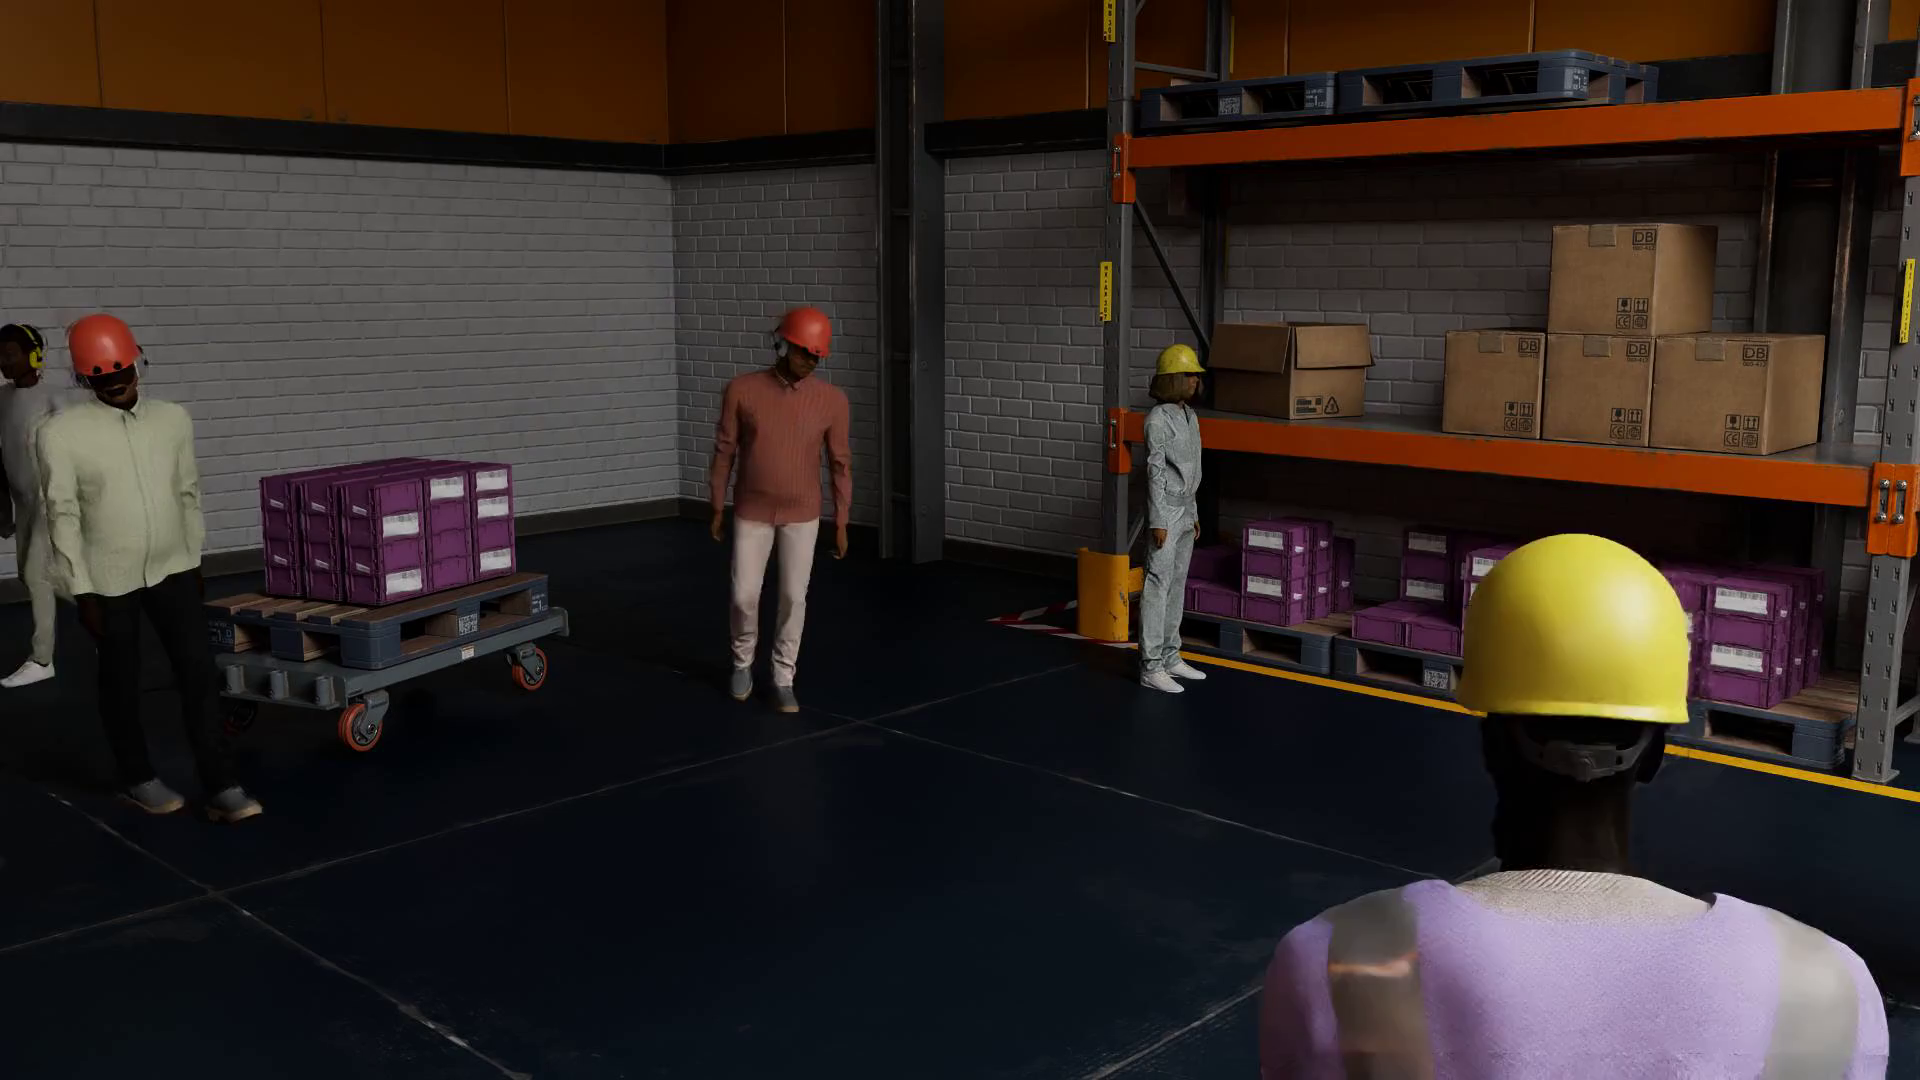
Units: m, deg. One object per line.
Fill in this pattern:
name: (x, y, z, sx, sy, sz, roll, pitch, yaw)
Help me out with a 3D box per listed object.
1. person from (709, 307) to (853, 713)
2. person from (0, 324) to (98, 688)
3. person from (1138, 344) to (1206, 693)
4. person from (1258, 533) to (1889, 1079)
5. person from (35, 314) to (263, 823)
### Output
person: (-0.846, -0.130, 7.905, 0.663, 1.944, 0.679, -2, 9, -10)
person: (-4.742, -0.204, 8.658, 0.520, 1.848, 0.750, 5, 10, 27)
person: (1.089, -0.116, 8.427, 0.287, 1.746, 0.487, 5, 11, 30)
person: (0.584, 0.934, 1.636, 0.608, 1.867, 1.010, 1, 9, 8)
person: (-3.030, 0.143, 6.209, 0.901, 1.944, 0.631, 7, 12, 36)
